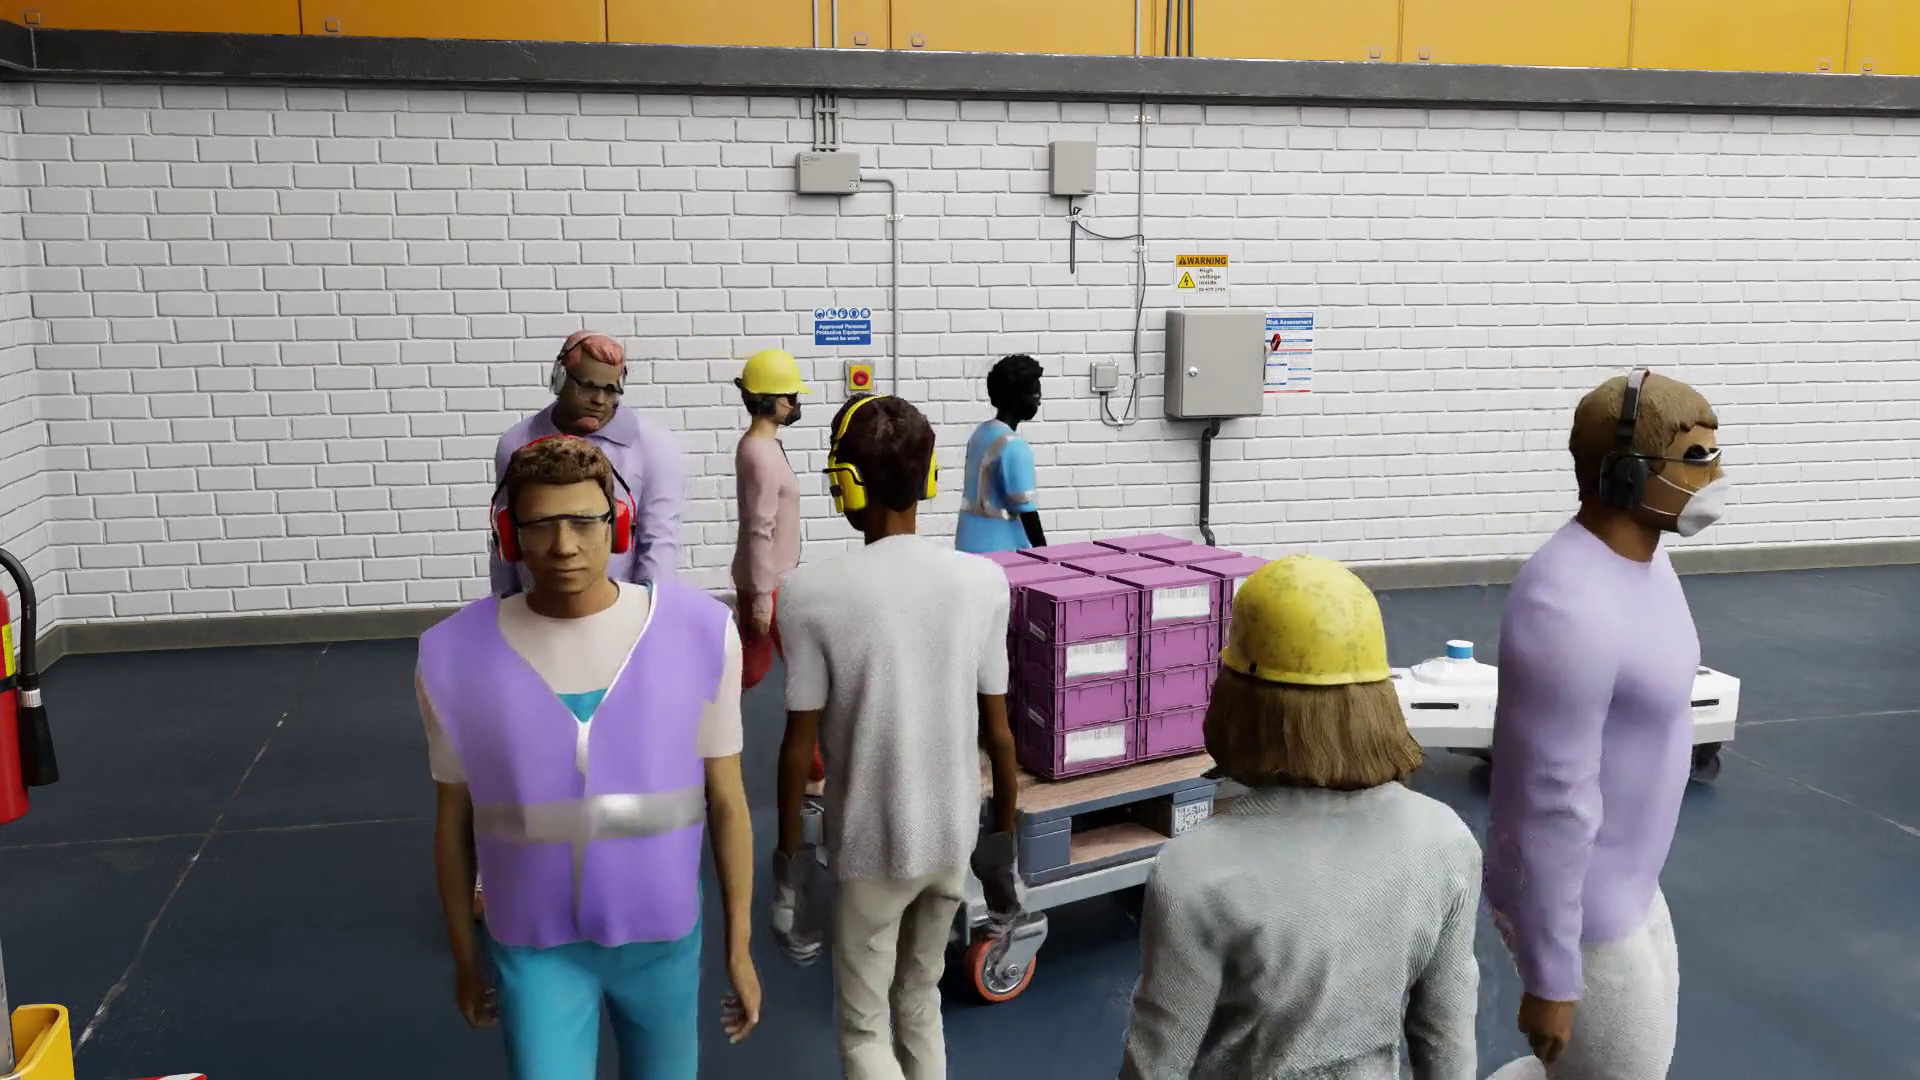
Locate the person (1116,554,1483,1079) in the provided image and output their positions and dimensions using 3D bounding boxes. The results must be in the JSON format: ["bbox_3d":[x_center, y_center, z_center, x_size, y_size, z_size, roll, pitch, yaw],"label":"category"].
[{"bbox_3d":[0.430,0.878,2.244,0.490,1.731,0.414,-5,12,-28],"label":"person"}]

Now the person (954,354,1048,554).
[{"bbox_3d":[0.242,0.079,6.821,0.741,1.666,0.536,-2,10,-10],"label":"person"}]

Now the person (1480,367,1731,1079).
[{"bbox_3d":[1.063,0.646,2.978,0.669,1.926,0.642,6,12,29],"label":"person"}]

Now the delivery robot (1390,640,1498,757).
[{"bbox_3d":[1.955,0.639,6.548,0.707,0.478,0.477,1,10,3],"label":"delivery robot"}]

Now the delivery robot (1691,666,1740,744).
[{"bbox_3d":[2.695,0.638,6.553,0.707,0.478,0.477,-3,11,-16],"label":"delivery robot"}]

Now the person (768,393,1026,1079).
[{"bbox_3d":[-0.092,0.638,3.253,0.533,1.840,0.705,-6,12,-28],"label":"person"}]

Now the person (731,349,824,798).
[{"bbox_3d":[-0.781,0.145,6.266,0.801,1.736,0.530,-2,10,-11],"label":"person"}]

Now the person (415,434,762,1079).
[{"bbox_3d":[-0.665,0.695,3.030,0.568,1.815,0.887,-2,11,-13],"label":"person"}]

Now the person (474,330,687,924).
[{"bbox_3d":[-1.206,0.286,5.198,0.665,1.854,0.926,1,10,8],"label":"person"}]
